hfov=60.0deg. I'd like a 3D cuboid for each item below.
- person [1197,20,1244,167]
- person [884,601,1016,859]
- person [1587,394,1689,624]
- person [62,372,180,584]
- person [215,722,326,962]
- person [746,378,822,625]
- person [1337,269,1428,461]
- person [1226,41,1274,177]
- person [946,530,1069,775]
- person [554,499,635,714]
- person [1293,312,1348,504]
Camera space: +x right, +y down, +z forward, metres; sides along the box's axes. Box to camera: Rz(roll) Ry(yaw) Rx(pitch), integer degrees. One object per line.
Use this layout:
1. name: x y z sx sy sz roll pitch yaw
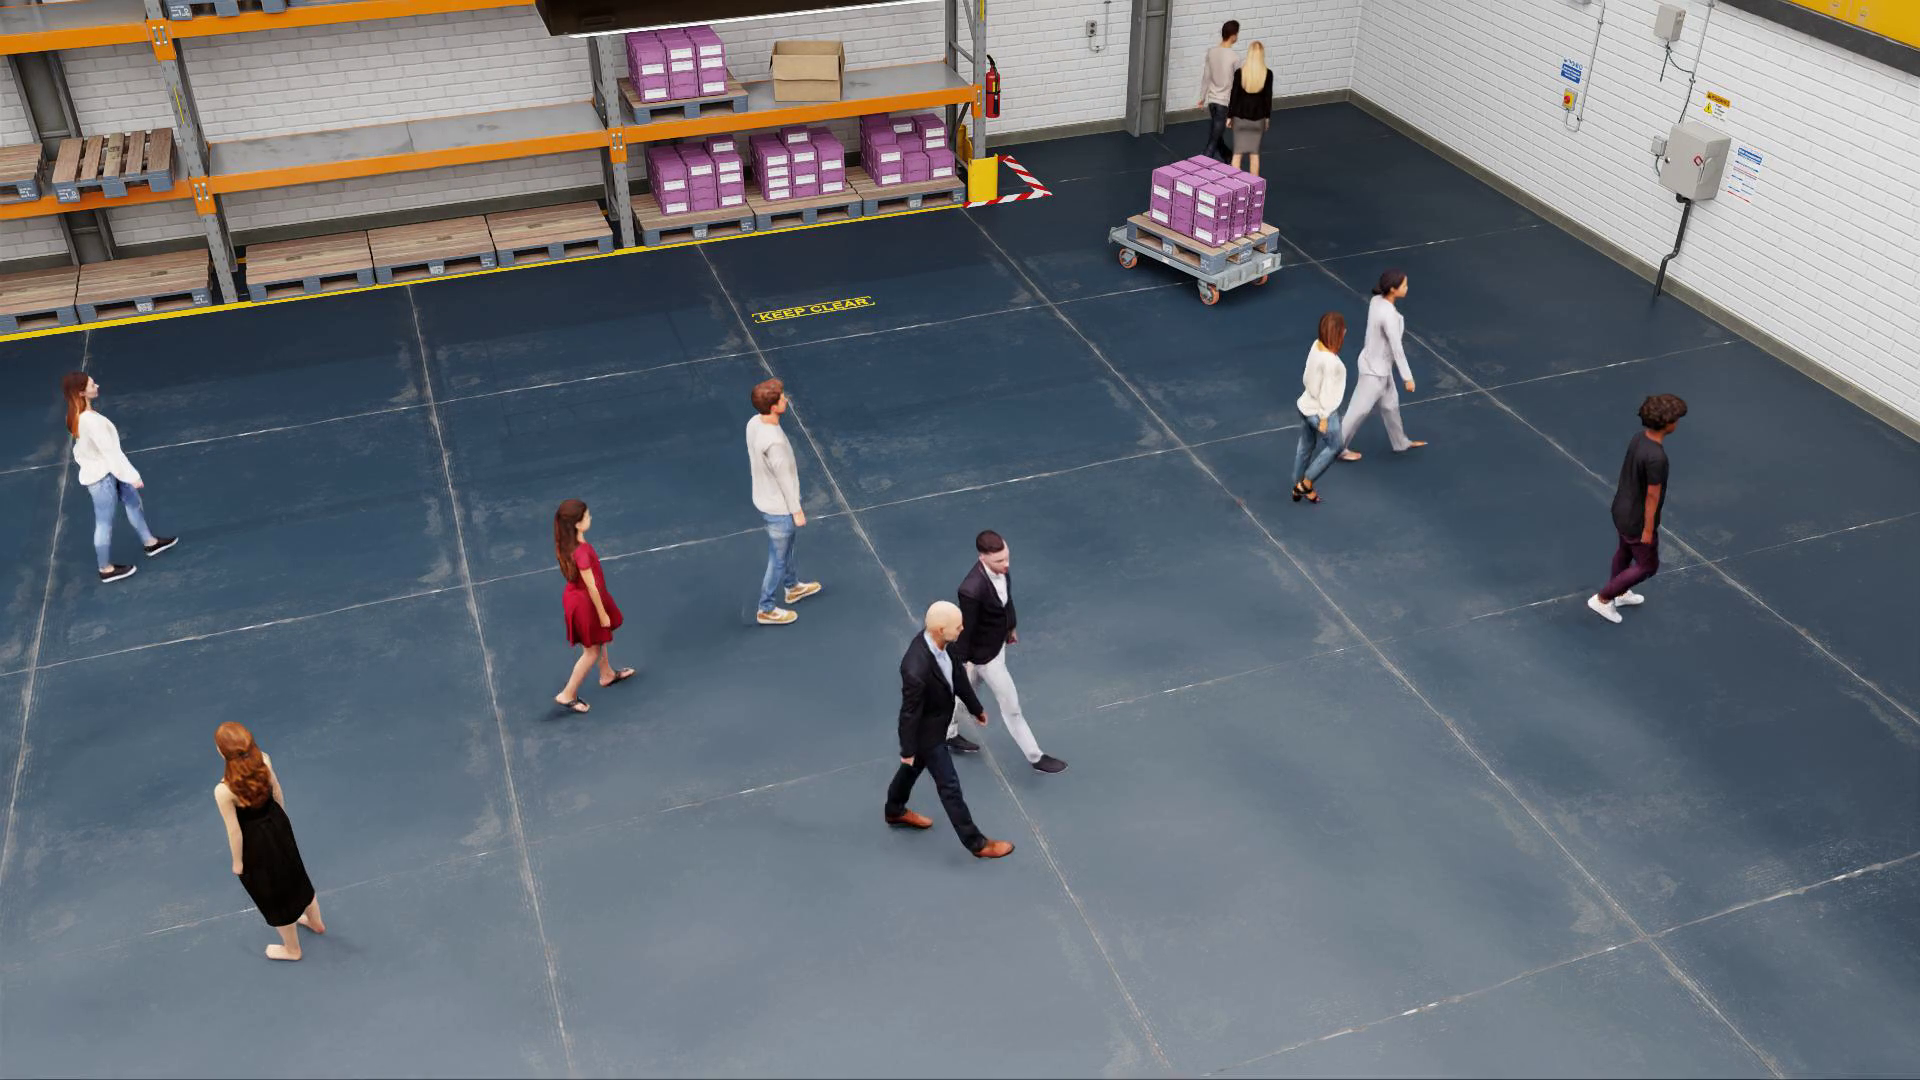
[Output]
1. person: 2.903 -4.881 18.776 0.940 1.804 1.258 28 43 35
2. person: -0.261 1.090 9.841 1.212 1.750 1.065 9 35 13
3. person: 4.767 -0.214 11.781 0.849 1.774 0.797 0 34 1
4. person: -6.373 -0.430 12.201 0.930 1.668 0.776 -21 39 -29
5. person: -3.813 1.649 9.114 0.733 1.624 0.683 11 35 17
6. person: -1.328 -0.257 11.729 0.796 1.903 0.679 -14 36 -20
7. person: 3.322 -1.390 13.619 1.153 1.697 0.923 3 34 4
8. person: 3.171 -4.546 18.239 0.604 1.840 0.750 0 34 0
9. person: 0.060 0.666 10.440 1.256 1.792 1.168 13 36 18
10. person: -2.514 0.421 11.013 0.848 1.566 0.608 -17 37 -24
11. person: 2.742 -1.020 13.085 0.690 1.673 0.702 -3 34 -4
